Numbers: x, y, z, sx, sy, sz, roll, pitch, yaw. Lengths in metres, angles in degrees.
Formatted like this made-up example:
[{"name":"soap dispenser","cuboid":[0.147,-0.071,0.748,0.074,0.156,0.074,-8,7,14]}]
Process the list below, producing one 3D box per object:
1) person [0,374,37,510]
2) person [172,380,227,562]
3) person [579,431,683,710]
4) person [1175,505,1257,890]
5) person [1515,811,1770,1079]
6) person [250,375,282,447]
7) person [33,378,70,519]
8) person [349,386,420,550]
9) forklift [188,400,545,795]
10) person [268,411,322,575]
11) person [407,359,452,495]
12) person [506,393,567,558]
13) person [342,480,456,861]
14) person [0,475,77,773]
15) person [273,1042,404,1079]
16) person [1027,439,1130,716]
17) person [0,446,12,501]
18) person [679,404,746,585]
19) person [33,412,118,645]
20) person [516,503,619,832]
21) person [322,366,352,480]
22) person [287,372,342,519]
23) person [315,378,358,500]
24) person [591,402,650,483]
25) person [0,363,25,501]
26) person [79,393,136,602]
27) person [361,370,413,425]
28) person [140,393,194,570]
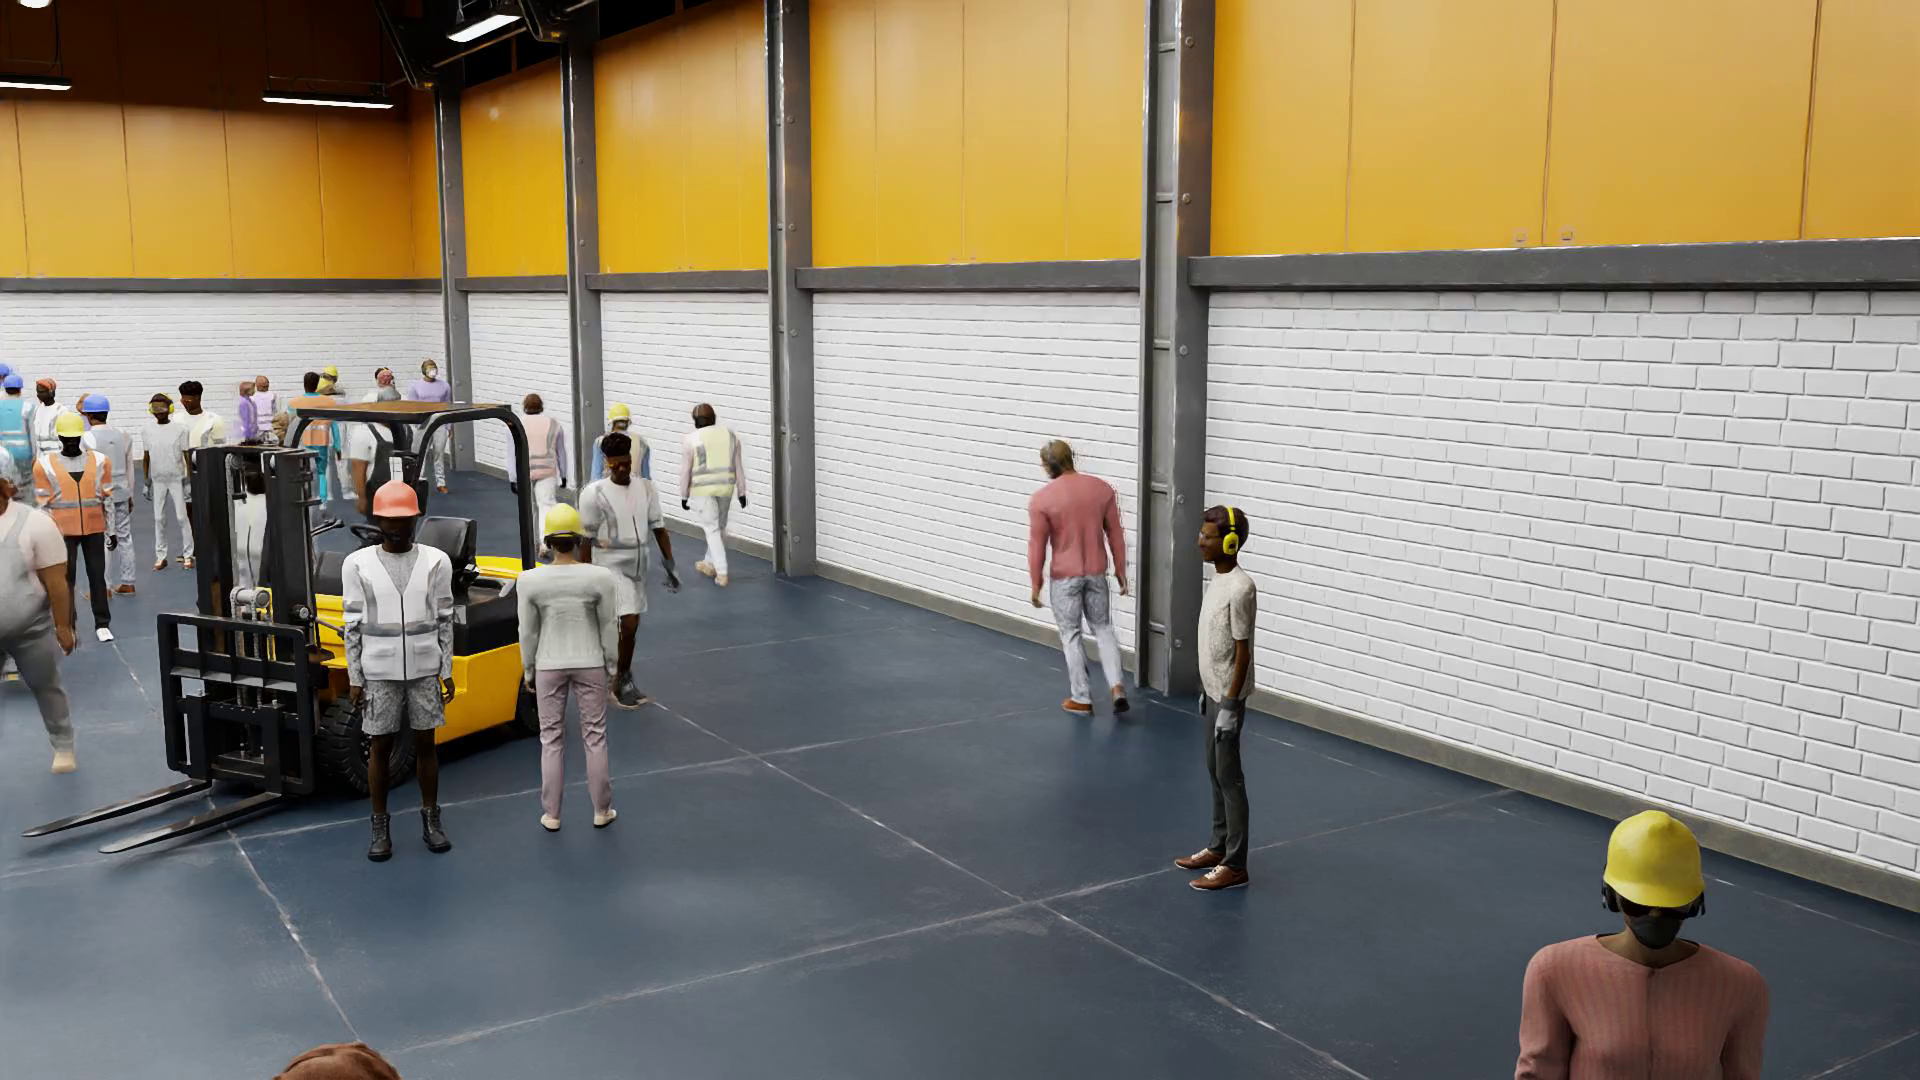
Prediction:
[{"name":"person","cuboid":[-11.672,-1.096,20.516,0.611,1.892,1.055,-2,9,-14]},{"name":"person","cuboid":[-8.158,-0.731,17.806,0.600,1.958,0.378,1,8,6]},{"name":"person","cuboid":[-2.283,0.211,11.501,0.548,1.934,0.657,6,10,36]},{"name":"person","cuboid":[1.259,0.755,8.075,0.328,1.875,0.513,-1,8,-4]},{"name":"person","cuboid":[1.502,1.457,3.705,0.533,1.768,0.310,1,9,10]},{"name":"person","cuboid":[-10.506,-1.664,25.151,0.515,1.645,0.309,-3,9,-21]},{"name":"person","cuboid":[-10.778,-0.980,19.775,0.579,1.879,0.352,5,10,29]},{"name":"person","cuboid":[-5.510,-0.495,15.939,0.794,2.000,0.695,8,12,44]},{"name":"forklift","cuboid":[-3.529,0.258,10.348,1.214,2.155,2.313,4,9,25]},{"name":"person","cuboid":[-5.378,-0.081,13.492,0.376,1.940,0.629,-7,11,-38]},{"name":"person","cuboid":[-7.569,-1.613,23.817,0.629,1.940,0.373,-6,10,-35]},{"name":"person","cuboid":[-4.636,-0.712,18.238,0.631,1.806,0.950,-2,9,-13]},{"name":"person","cuboid":[-2.853,0.657,8.507,0.545,1.942,0.349,-4,9,-25]},{"name":"person","cuboid":[-5.547,0.442,9.624,0.751,2.000,1.027,-1,8,-6]},{"name":"person","cuboid":[-1.015,1.646,2.880,0.289,1.632,0.497,0,8,0]},{"name":"person","cuboid":[0.812,0.272,11.268,0.683,1.895,0.661,-3,9,-21]},{"name":"person","cuboid":[-8.543,-0.199,14.468,0.654,1.886,0.506,5,10,30]},{"name":"person","cuboid":[-2.490,-0.469,16.627,0.642,1.790,0.900,-6,10,-35]},{"name":"person","cuboid":[-7.236,-0.091,13.649,0.581,1.919,0.393,-7,11,-39]},{"name":"person","cuboid":[-2.089,0.684,8.908,0.523,1.772,0.301,-2,9,-11]},{"name":"person","cuboid":[-9.698,-1.807,25.708,0.533,1.767,0.326,1,9,8]},{"name":"person","cuboid":[-8.163,-1.164,20.926,0.718,1.894,0.456,-6,10,-36]},{"name":"person","cuboid":[-8.716,-1.411,23.267,0.642,1.699,0.331,-3,9,-18]},{"name":"person","cuboid":[-3.351,-0.467,16.522,0.602,1.809,0.700,-6,10,-35]},{"name":"person","cuboid":[-13.143,-1.471,22.881,0.501,1.929,0.649,-3,9,-18]},{"name":"person","cuboid":[-8.018,-0.398,15.593,0.389,1.946,0.614,4,9,24]},{"name":"person","cuboid":[-7.301,-1.221,21.288,0.639,1.908,0.409,0,8,-2]},{"name":"person","cuboid":[-8.233,-0.603,17.303,0.504,1.858,0.340,-1,8,-6]}]
